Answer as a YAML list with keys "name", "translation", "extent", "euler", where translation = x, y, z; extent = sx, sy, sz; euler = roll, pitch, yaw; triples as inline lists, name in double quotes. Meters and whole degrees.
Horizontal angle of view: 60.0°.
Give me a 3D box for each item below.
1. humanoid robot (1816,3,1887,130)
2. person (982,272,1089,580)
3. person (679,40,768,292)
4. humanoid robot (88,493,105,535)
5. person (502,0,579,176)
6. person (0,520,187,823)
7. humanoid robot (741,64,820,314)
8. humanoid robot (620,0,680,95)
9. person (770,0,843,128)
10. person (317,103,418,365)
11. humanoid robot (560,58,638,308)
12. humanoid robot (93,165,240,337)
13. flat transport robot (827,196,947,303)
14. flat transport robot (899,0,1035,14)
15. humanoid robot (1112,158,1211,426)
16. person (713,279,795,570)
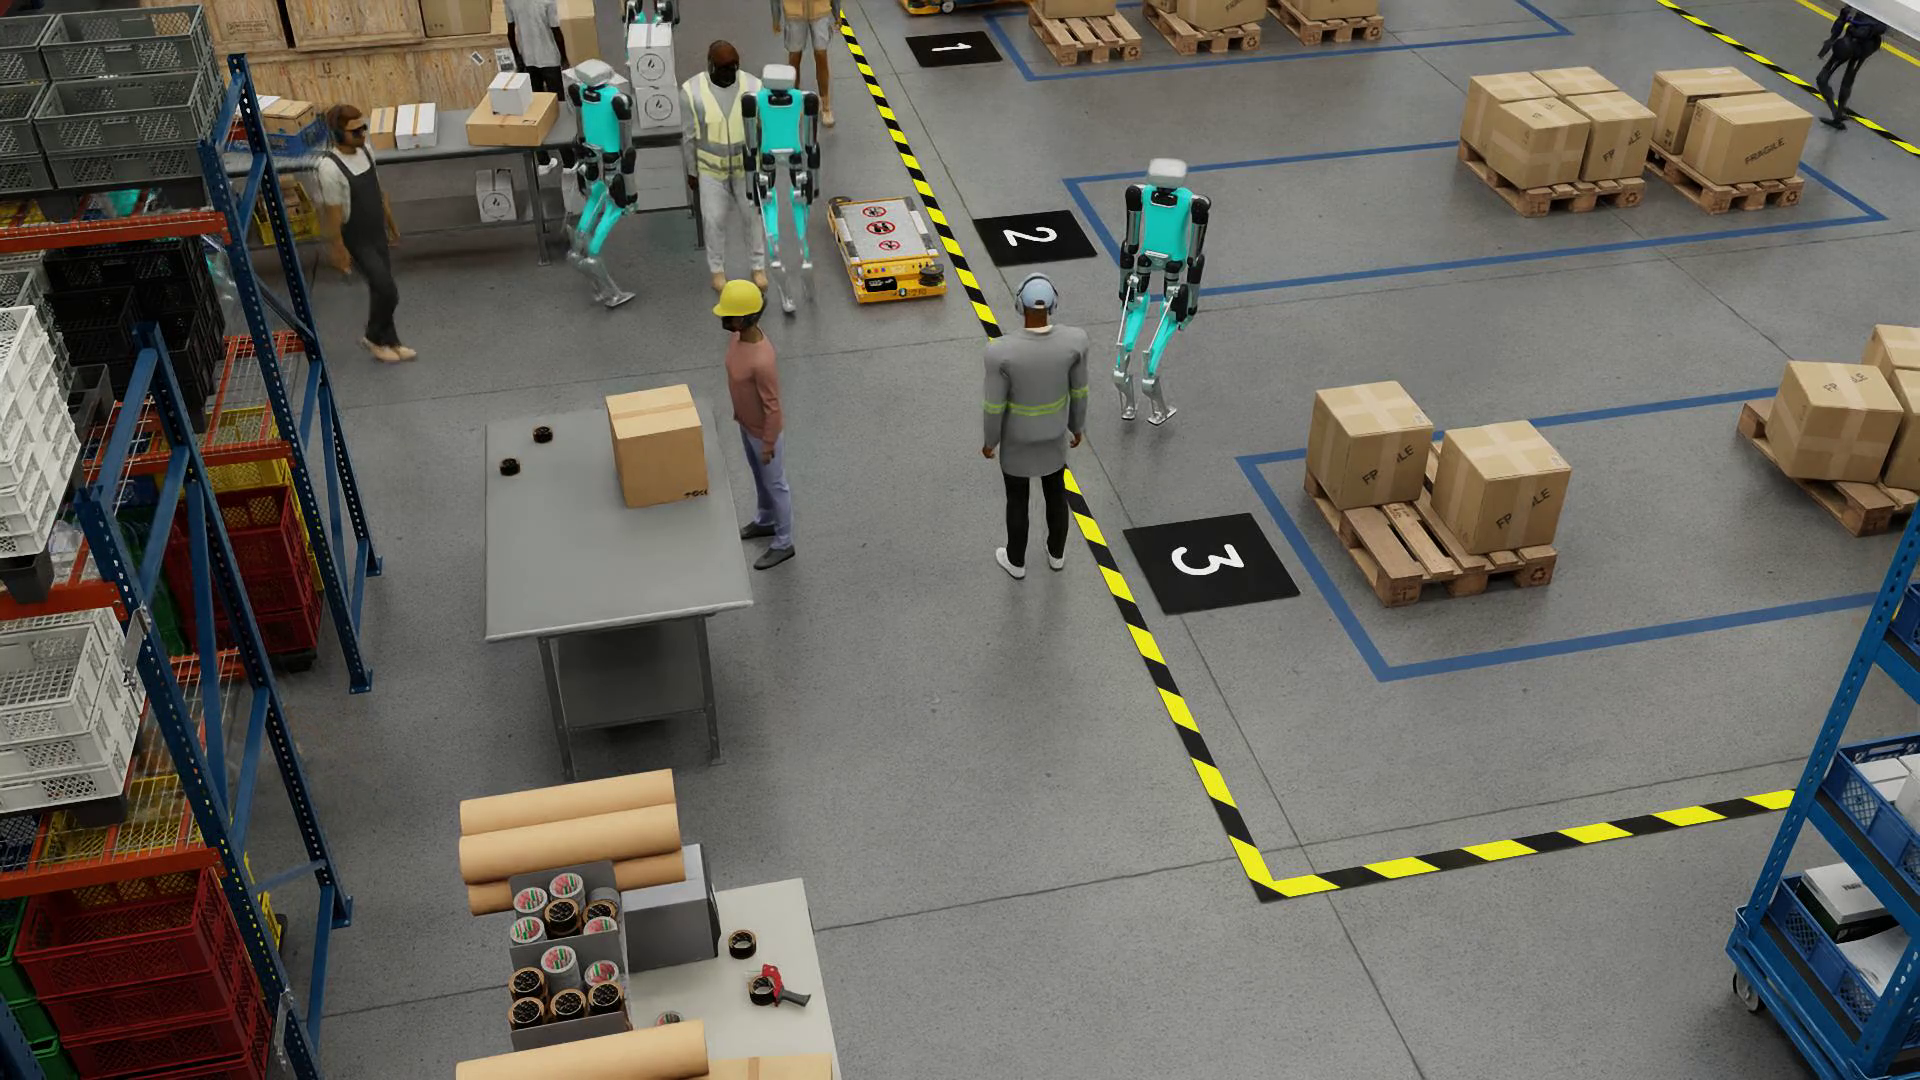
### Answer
- name: "humanoid robot"
  translation: [7.662, -4.295, 14.144]
  extent: [0.610, 1.642, 0.374]
  euler: [-14, 39, -18]
- name: "person"
  translation: [0.393, -0.619, 9.059]
  extent: [0.597, 1.850, 0.397]
  euler: [-10, 38, -13]
- name: "person"
  translation: [-1.635, -2.649, 11.803]
  extent: [0.629, 1.834, 0.430]
  euler: [-8, 37, -10]
- name: "humanoid robot"
  translation: [-5.081, -0.671, 9.285]
  extent: [0.326, 1.649, 0.601]
  euler: [-3, 37, -4]
- name: "person"
  translation: [-3.349, -3.829, 13.357]
  extent: [0.515, 1.873, 0.329]
  euler: [12, 38, 15]
- name: "person"
  translation: [-4.056, 0.567, 7.343]
  extent: [1.002, 1.997, 0.606]
  euler: [-3, 37, -3]
- name: "humanoid robot"
  translation: [-1.194, -2.304, 11.461]
  extent: [0.552, 1.836, 0.711]
  euler: [-6, 37, -8]
- name: "humanoid robot"
  translation: [-2.707, -4.412, 14.300]
  extent: [0.534, 1.789, 1.020]
  euler: [2, 37, 3]
- name: "person"
  translation: [-1.297, -4.492, 14.107]
  extent: [0.613, 2.040, 0.389]
  euler: [-6, 37, -8]
- name: "person"
  translation: [-3.853, -1.964, 10.883]
  extent: [0.420, 1.832, 0.545]
  euler: [9, 37, 11]
- name: "humanoid robot"
  translation: [-2.557, -2.367, 11.503]
  extent: [0.533, 1.796, 0.675]
  euler: [23, 42, 28]
- name: "humanoid robot"
  translation: [-5.171, -1.923, 10.888]
  extent: [0.977, 1.714, 0.562]
  euler: [9, 38, 12]
- name: "flat transport robot"
  translation: [-0.570, -2.220, 12.538]
  extent: [0.659, 0.231, 1.431]
  euler: [-8, 37, -10]
- name: "flat transport robot"
  translation: [0.079, -5.702, 17.194]
  extent: [1.431, 0.197, 0.652]
  euler: [-11, 38, -15]
- name: "humanoid robot"
  translation: [1.140, -1.429, 10.136]
  extent: [0.533, 1.673, 0.735]
  euler: [17, 40, 21]
- name: "person"
  translation: [-1.130, -0.637, 9.153]
  extent: [0.325, 1.768, 0.524]
  euler: [-15, 39, -19]
